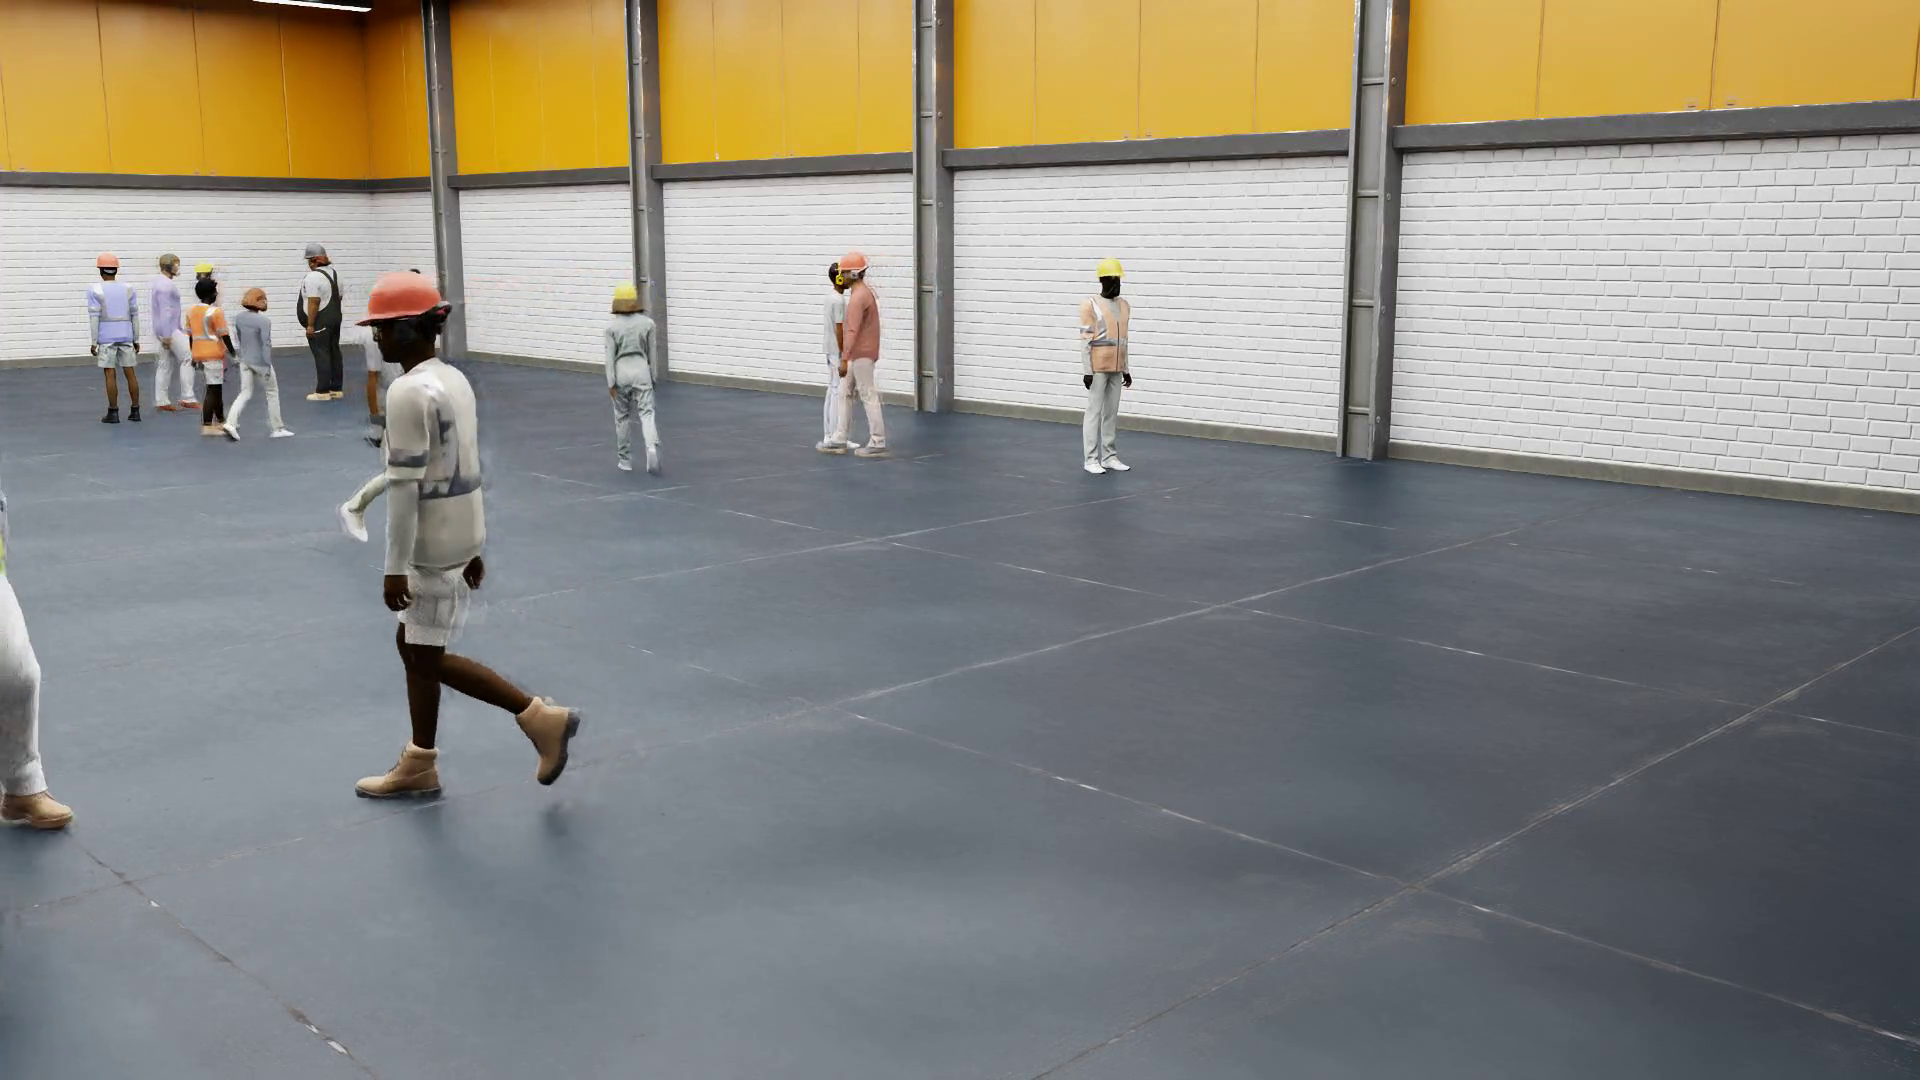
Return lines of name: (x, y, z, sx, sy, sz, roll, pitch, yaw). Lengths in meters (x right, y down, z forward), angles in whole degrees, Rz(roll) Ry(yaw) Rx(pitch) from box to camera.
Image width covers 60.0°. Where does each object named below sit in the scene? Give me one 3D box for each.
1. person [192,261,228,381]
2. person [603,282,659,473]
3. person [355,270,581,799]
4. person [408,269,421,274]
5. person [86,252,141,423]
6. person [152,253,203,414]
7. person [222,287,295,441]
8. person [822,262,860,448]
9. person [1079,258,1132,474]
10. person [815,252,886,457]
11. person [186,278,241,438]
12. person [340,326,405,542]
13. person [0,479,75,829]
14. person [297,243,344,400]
person: (-10.921, -3.164, 24.140, 0.363, 1.754, 0.534, -8, 13, -36)
person: (-2.940, -1.453, 14.922, 0.484, 1.718, 0.747, -4, 11, -20)
person: (-1.876, 0.006, 6.194, 0.789, 2.011, 0.616, -1, 10, -3)
person: (-7.498, -2.932, 23.159, 0.816, 1.662, 0.547, -6, 12, -28)
person: (-9.648, -2.300, 18.966, 0.356, 1.936, 0.551, 9, 13, 39)
person: (-9.356, -2.470, 19.936, 0.740, 1.914, 0.651, -5, 12, -27)
person: (-7.387, -1.834, 17.357, 0.507, 1.606, 0.761, 4, 11, 23)
person: (-1.219, -1.857, 16.745, 0.329, 1.869, 0.513, -3, 11, -16)
person: (1.322, -1.567, 14.991, 0.587, 1.930, 0.355, -9, 14, -41)
person: (-1.094, -1.769, 15.979, 0.837, 1.964, 0.654, 0, 10, 2)
person: (-7.873, -1.937, 17.690, 0.551, 1.678, 0.627, 7, 13, 35)
person: (-3.860, -0.839, 11.261, 0.675, 1.851, 0.515, 3, 11, 17)
person: (-3.478, 0.188, 5.740, 0.670, 1.815, 0.641, 4, 11, 22)
person: (-8.333, -2.836, 21.608, 0.537, 2.000, 0.679, 2, 11, 10)
